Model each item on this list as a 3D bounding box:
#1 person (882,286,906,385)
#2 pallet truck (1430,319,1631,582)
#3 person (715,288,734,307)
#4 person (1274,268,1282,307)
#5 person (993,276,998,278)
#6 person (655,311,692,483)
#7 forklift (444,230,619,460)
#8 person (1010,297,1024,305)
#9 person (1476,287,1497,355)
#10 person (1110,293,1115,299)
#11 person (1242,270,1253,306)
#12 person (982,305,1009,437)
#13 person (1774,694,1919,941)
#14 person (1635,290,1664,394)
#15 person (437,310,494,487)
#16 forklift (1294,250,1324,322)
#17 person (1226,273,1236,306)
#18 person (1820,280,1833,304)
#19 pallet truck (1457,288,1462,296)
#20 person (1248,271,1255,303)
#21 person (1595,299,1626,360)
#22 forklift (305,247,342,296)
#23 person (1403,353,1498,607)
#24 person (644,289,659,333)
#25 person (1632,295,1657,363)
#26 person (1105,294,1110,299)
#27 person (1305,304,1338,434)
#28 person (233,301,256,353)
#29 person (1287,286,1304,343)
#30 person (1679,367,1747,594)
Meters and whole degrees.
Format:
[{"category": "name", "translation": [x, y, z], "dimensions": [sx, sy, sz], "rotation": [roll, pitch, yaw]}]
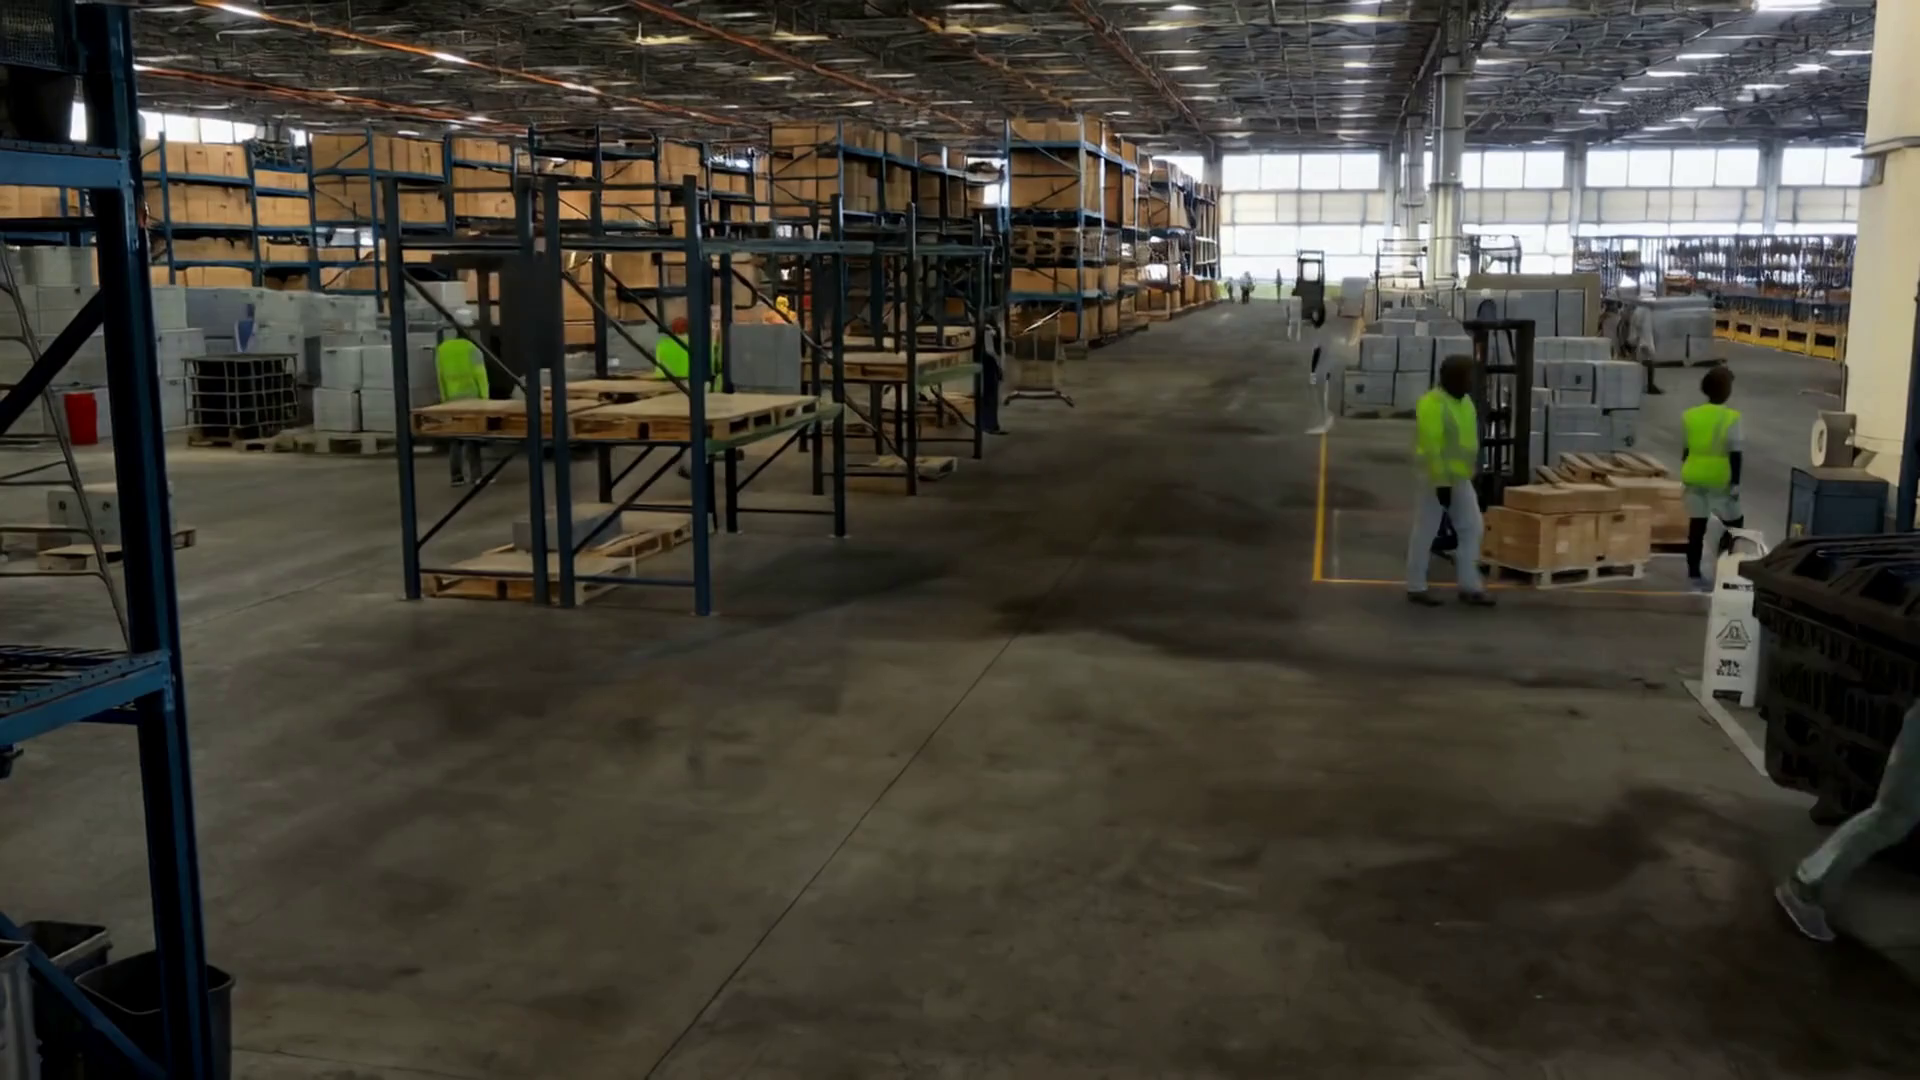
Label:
[{"category": "person", "translation": [-1.243, -4.059, 32.944], "dimensions": [0.607, 1.966, 0.373], "rotation": [5, 11, 26]}, {"category": "pallet truck", "translation": [4.543, -0.757, 13.299], "dimensions": [0.823, 1.965, 1.885], "rotation": [-4, 10, -22]}, {"category": "person", "translation": [-7.146, -6.980, 50.409], "dimensions": [0.622, 1.900, 0.534], "rotation": [2, 10, 13]}, {"category": "person", "translation": [16.678, -13.224, 87.125], "dimensions": [0.379, 1.996, 0.608], "rotation": [1, 10, 6]}, {"category": "person", "translation": [1.601, -11.492, 77.056], "dimensions": [0.360, 1.937, 0.635], "rotation": [-6, 11, -30]}, {"category": "person", "translation": [-3.058, -1.598, 18.561], "dimensions": [0.633, 1.915, 0.908], "rotation": [-5, 11, -29]}, {"category": "forklift", "translation": [-5.366, -2.459, 20.767], "dimensions": [1.873, 2.768, 1.129], "rotation": [2, 10, 12]}, {"category": "person", "translation": [1.962, -8.165, 57.636], "dimensions": [0.429, 1.840, 0.629], "rotation": [8, 12, 38]}, {"category": "person", "translation": [12.666, -5.164, 39.923], "dimensions": [0.592, 1.818, 0.658], "rotation": [-9, 13, -42]}, {"category": "person", "translation": [8.385, -14.156, 92.969], "dimensions": [1.028, 1.882, 0.607], "rotation": [1, 10, 8]}, {"category": "person", "translation": [15.296, -13.395, 88.418], "dimensions": [0.585, 1.895, 0.746], "rotation": [0, 10, -2]}, {"category": "person", "translation": [0.450, -2.356, 23.217], "dimensions": [0.343, 1.847, 0.506], "rotation": [-5, 11, -25]}, {"category": "person", "translation": [3.406, 0.655, 5.845], "dimensions": [0.914, 1.695, 0.503], "rotation": [7, 12, 35]}, {"category": "person", "translation": [12.611, -3.651, 30.694], "dimensions": [0.711, 1.912, 0.575], "rotation": [8, 12, 38]}, {"category": "person", "translation": [-5.393, -1.540, 18.142], "dimensions": [0.594, 1.925, 0.372], "rotation": [3, 10, 16]}, {"category": "forklift", "translation": [13.778, -10.002, 65.433], "dimensions": [1.129, 2.768, 1.873], "rotation": [2, 10, 12]}, {"category": "person", "translation": [14.417, -13.329, 88.428], "dimensions": [0.523, 1.769, 0.316], "rotation": [3, 10, 15]}, {"category": "person", "translation": [30.140, -8.161, 57.863], "dimensions": [0.367, 1.750, 0.542], "rotation": [-2, 10, -14]}, {"category": "pallet truck", "translation": [20.506, -9.785, 68.819], "dimensions": [0.653, 1.274, 1.630], "rotation": [2, 10, 12]}, {"category": "person", "translation": [16.271, -14.144, 93.077], "dimensions": [0.463, 1.825, 0.660], "rotation": [-3, 10, -17]}, {"category": "person", "translation": [12.128, -3.628, 31.087], "dimensions": [0.557, 1.734, 0.710], "rotation": [6, 11, 31]}, {"category": "forklift", "translation": [-19.297, -7.487, 50.540], "dimensions": [1.129, 2.768, 1.873], "rotation": [-1, 10, -6]}, {"category": "person", "translation": [3.508, -0.401, 11.749], "dimensions": [0.649, 1.817, 0.746], "rotation": [-9, 13, -43]}, {"category": "person", "translation": [-6.531, -4.313, 34.802], "dimensions": [0.493, 1.857, 0.522], "rotation": [6, 11, 33]}, {"category": "person", "translation": [15.318, -4.656, 37.320], "dimensions": [0.586, 1.677, 0.550], "rotation": [5, 11, 27]}, {"category": "person", "translation": [5.765, -9.583, 66.703], "dimensions": [0.515, 1.609, 0.575], "rotation": [3, 10, 16]}, {"category": "person", "translation": [5.056, -2.403, 23.483], "dimensions": [0.395, 1.847, 0.544], "rotation": [5, 11, 28]}, {"category": "person", "translation": [-10.344, -2.568, 24.397], "dimensions": [0.586, 1.869, 0.400], "rotation": [4, 10, 23]}, {"category": "person", "translation": [9.942, -6.668, 49.264], "dimensions": [0.552, 1.664, 0.739], "rotation": [-3, 10, -16]}, {"category": "person", "translation": [5.546, -0.433, 12.292], "dimensions": [0.402, 1.677, 0.541], "rotation": [-6, 11, -31]}]
